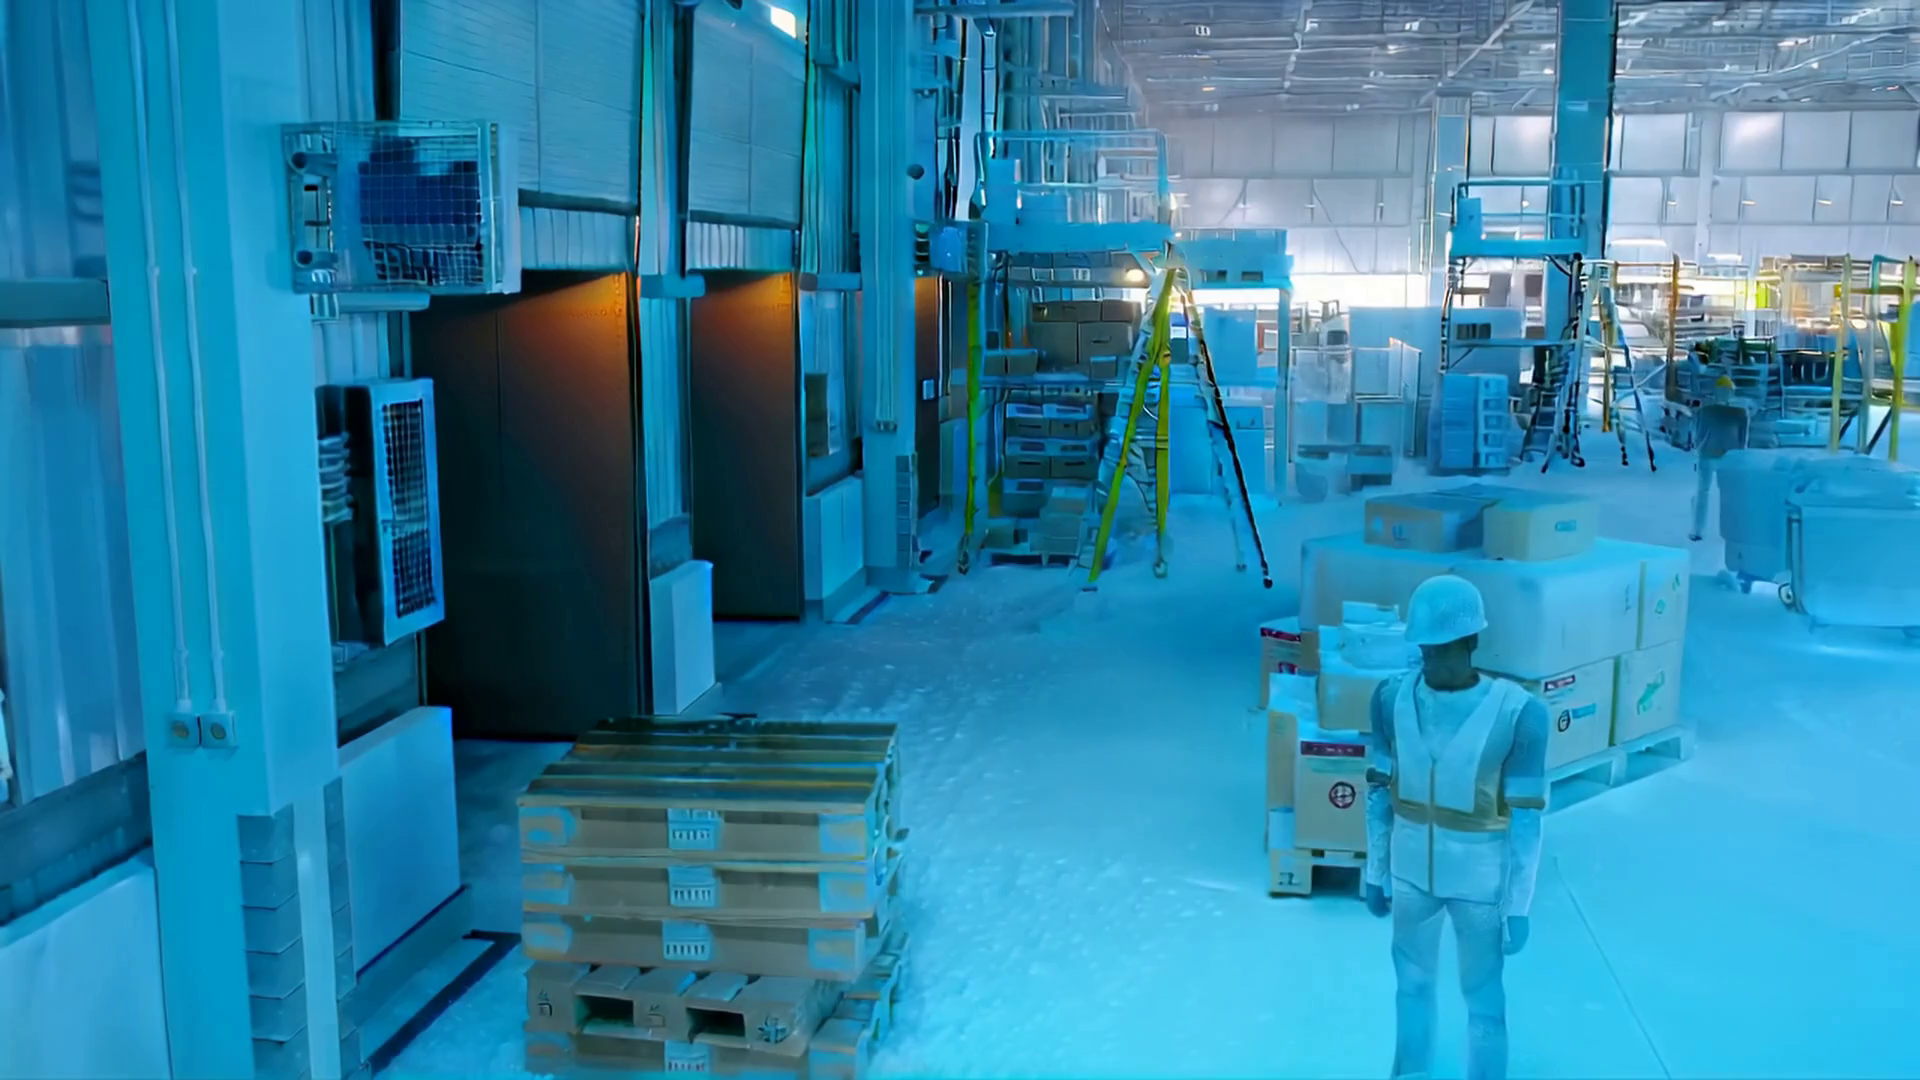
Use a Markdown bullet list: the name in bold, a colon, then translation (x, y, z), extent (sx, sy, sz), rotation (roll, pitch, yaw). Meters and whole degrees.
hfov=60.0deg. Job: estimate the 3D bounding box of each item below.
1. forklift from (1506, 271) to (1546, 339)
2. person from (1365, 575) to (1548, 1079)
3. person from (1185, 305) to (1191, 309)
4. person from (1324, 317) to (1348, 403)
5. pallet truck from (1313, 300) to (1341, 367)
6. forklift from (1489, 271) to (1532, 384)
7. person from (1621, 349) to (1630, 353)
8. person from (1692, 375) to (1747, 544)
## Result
- **forklift**: translation (15.023, -5.952, 45.476), extent (1.873, 2.768, 1.129), rotation (-3, 10, -17)
- **person**: translation (1.527, 1.052, 5.245), extent (0.587, 1.918, 0.398), rotation (8, 12, 40)
- **person**: translation (6.071, -5.312, 44.479), extent (0.395, 1.929, 0.542), rotation (4, 10, 25)
- **person**: translation (8.172, -3.904, 36.060), extent (0.599, 1.832, 0.986), rotation (4, 10, 24)
- **pallet truck**: translation (11.159, -6.200, 49.718), extent (0.823, 1.965, 1.885), rotation (4, 10, 26)
- **forklift**: translation (13.422, -5.322, 41.591), extent (1.873, 2.768, 1.129), rotation (1, 9, 9)
- **person**: translation (18.771, -5.674, 46.836), extent (0.643, 1.888, 1.049), rotation (6, 11, 33)
- **person**: translation (7.935, -0.842, 17.395), extent (0.527, 1.765, 0.329), rotation (7, 12, 38)
